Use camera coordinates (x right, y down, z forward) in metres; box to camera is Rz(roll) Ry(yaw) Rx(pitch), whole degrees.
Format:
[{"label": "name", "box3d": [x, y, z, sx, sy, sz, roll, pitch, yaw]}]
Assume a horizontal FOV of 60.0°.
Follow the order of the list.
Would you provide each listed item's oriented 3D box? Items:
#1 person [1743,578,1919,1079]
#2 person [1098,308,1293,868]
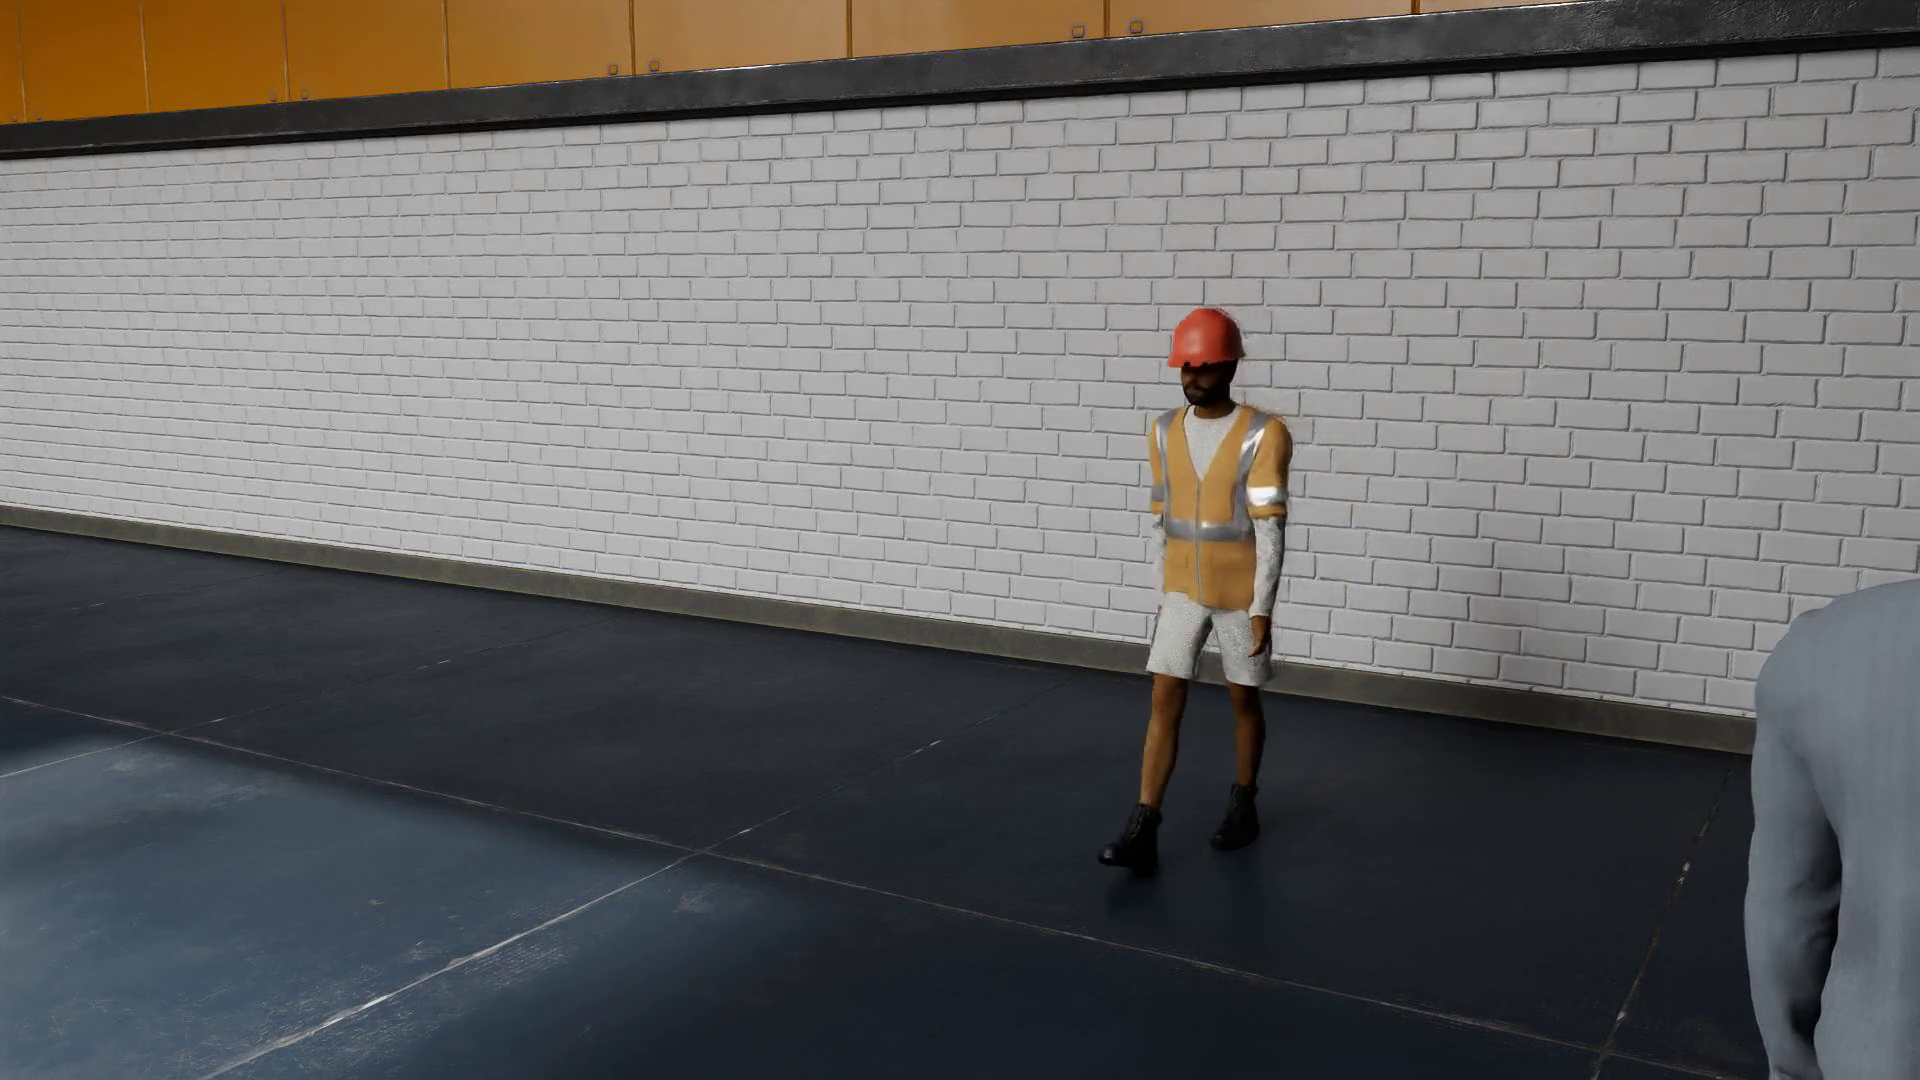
[{"label": "person", "box3d": [1.271, 0.737, 2.037, 0.369, 1.939, 0.631, -6, 11, -35]}, {"label": "person", "box3d": [0.816, 0.183, 5.602, 0.565, 1.892, 0.931, 6, 11, 33]}]
